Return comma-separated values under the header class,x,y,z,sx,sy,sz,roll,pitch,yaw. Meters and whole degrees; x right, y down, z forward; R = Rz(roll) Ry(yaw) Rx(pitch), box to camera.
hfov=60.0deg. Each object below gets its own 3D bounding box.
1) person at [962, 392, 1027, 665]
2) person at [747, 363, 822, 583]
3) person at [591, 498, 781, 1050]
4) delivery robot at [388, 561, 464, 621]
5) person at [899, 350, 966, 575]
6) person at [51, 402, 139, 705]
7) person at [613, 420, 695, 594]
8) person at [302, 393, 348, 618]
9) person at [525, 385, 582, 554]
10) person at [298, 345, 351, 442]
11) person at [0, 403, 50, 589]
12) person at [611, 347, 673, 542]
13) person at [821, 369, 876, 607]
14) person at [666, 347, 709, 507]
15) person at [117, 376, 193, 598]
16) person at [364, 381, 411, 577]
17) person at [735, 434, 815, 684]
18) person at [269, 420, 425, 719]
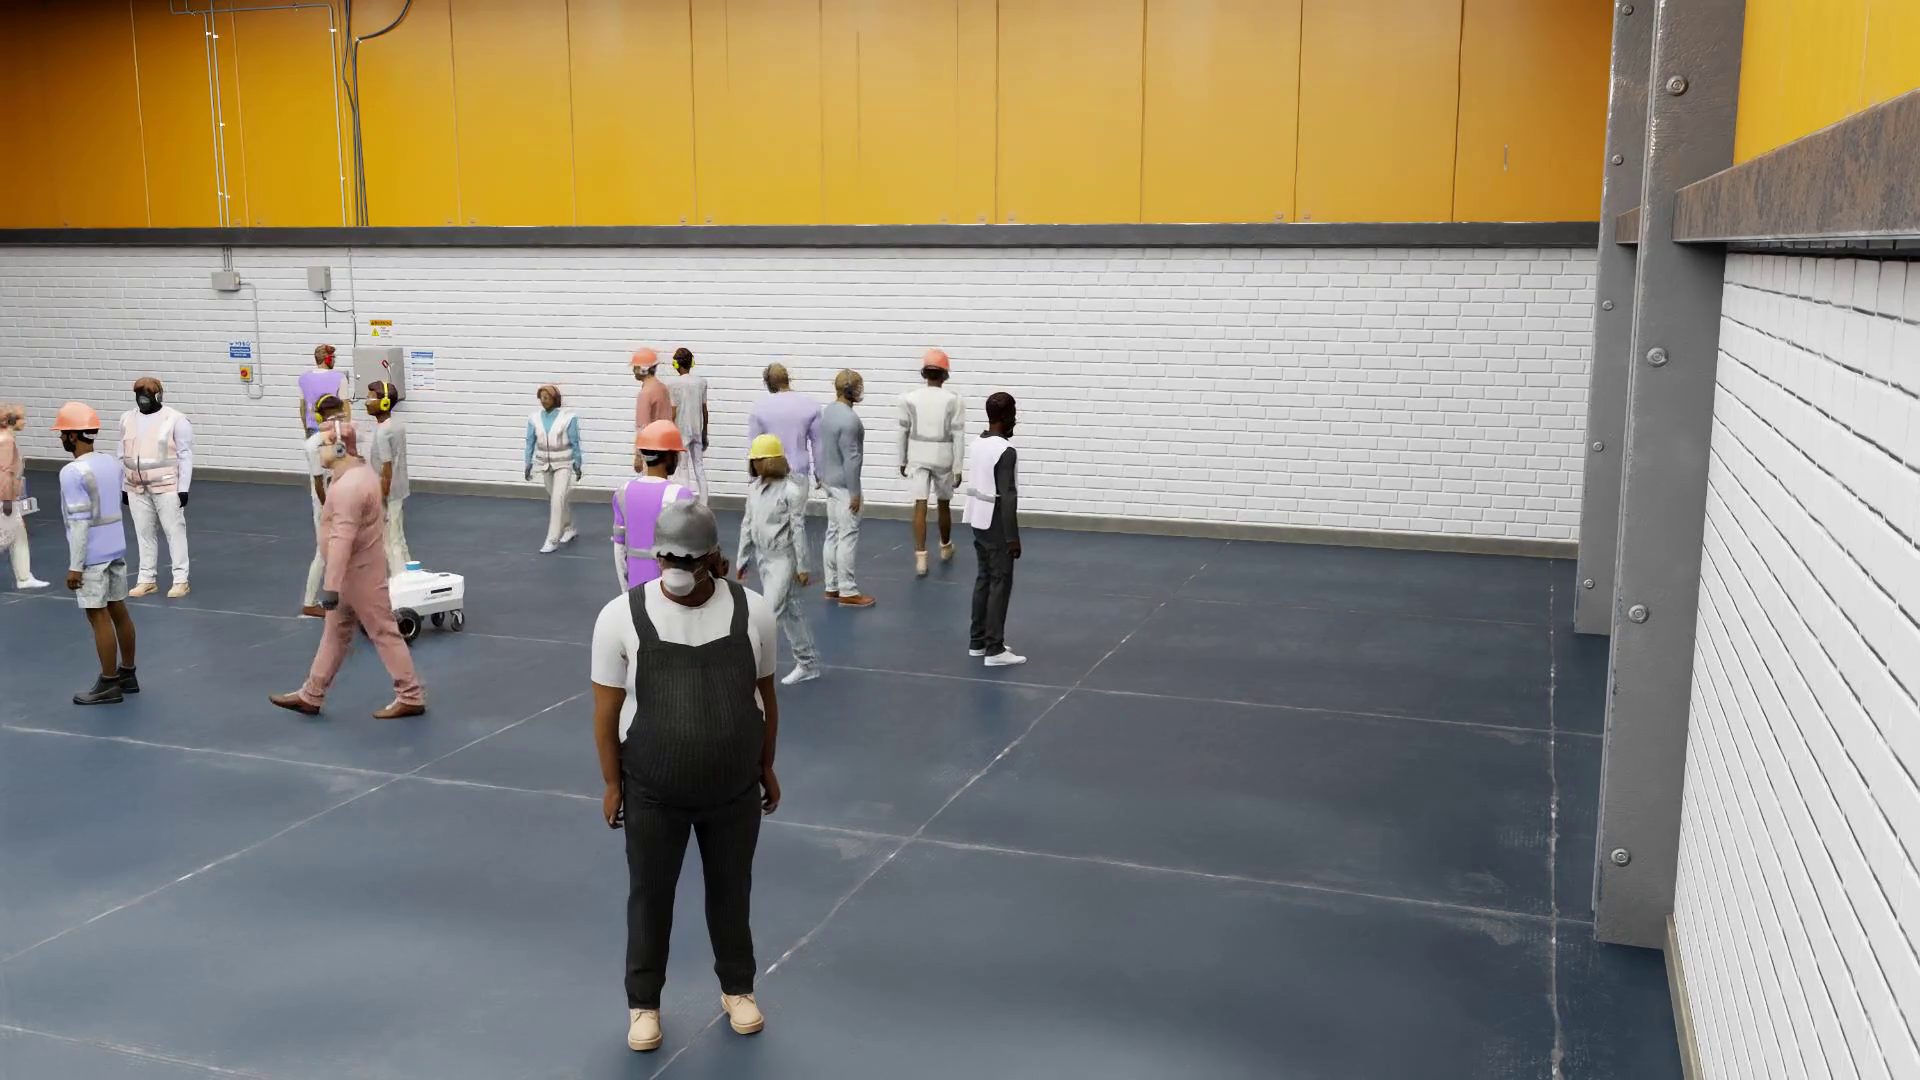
class,x,y,z,sx,sy,sz,roll,pitch,yaw
person,0.225,-0.084,11.679,0.383,1.909,0.599,-4,11,-21
person,-1.503,-0.559,14.337,0.674,1.918,0.429,-2,10,-9
person,-0.968,0.845,6.063,0.688,2.000,0.536,-4,11,-19
delivery robot,-4.086,0.404,12.466,0.477,0.478,0.707,8,13,40
person,-0.249,-0.712,14.983,0.634,1.991,1.042,1,10,7
person,-5.540,0.087,10.617,0.375,1.939,0.546,1,10,3
person,-1.705,0.276,9.564,0.552,1.933,0.374,5,11,25
person,-4.811,-0.238,12.842,0.830,1.804,0.556,5,11,27
person,-3.918,-0.711,16.086,0.533,1.592,0.870,3,10,16
person,-6.919,-1.201,18.151,0.564,1.838,0.391,1,10,8
person,-8.126,-0.342,13.978,0.652,1.608,0.526,-7,12,-34
person,-2.915,-0.898,16.163,1.013,1.951,0.620,1,10,6
person,-0.931,-0.420,13.501,0.380,1.933,0.639,-4,11,-22
person,-2.862,-1.079,17.407,0.521,1.861,0.327,-9,13,-41
person,-6.701,-0.437,13.838,0.627,1.846,0.429,1,10,4
person,-4.498,-0.312,13.059,0.328,1.873,0.513,-1,10,-7
person,-1.282,0.160,10.865,0.500,1.690,0.895,10,14,44
person,-3.794,0.203,10.183,0.975,1.855,0.670,-3,11,-16
